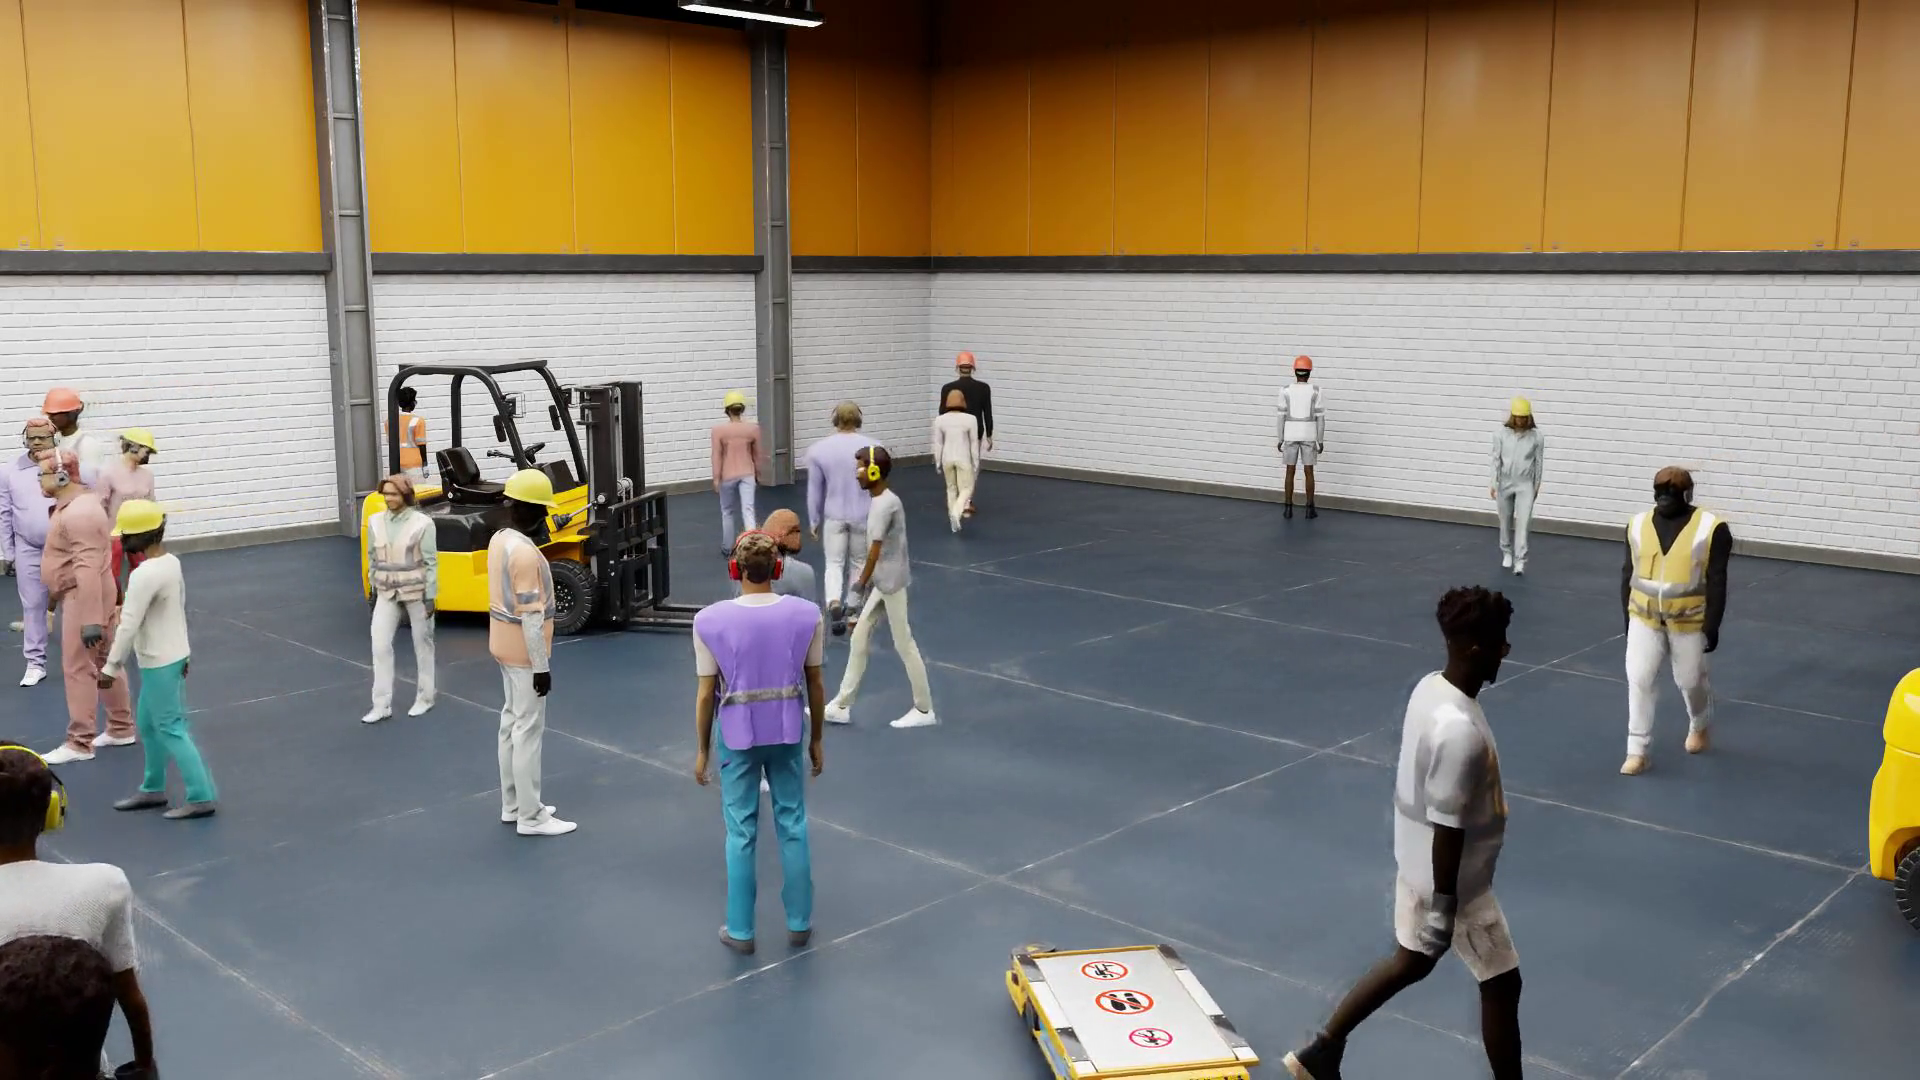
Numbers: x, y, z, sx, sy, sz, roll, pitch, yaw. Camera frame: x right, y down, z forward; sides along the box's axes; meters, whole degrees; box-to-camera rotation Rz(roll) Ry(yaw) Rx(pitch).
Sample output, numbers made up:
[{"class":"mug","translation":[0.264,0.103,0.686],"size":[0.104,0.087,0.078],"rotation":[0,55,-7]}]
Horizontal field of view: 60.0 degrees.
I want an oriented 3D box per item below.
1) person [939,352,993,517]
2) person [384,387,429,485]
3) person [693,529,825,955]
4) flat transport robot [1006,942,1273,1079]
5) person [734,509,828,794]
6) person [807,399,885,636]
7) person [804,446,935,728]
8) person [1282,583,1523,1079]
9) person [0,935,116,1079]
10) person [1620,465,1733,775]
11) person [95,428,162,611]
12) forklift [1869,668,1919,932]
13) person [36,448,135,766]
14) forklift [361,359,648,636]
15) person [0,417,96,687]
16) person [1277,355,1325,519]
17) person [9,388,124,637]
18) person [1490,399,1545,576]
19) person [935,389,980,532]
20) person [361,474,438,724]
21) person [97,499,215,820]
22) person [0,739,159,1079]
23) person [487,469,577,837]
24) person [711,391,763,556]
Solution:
[{"class":"person","translation":[0.046,-1.285,20.067],"size":[0.651,1.942,0.994],"rotation":[-1,9,-8]},{"class":"person","translation":[-5.945,-0.801,17.912],"size":[0.532,1.688,0.321],"rotation":[4,10,22]},{"class":"person","translation":[-0.855,0.879,7.153],"size":[0.586,1.838,0.374],"rotation":[-3,10,-20]},{"class":"flat transport robot","translation":[0.636,1.826,6.130],"size":[0.652,0.197,1.431],"rotation":[-2,9,-10]},{"class":"person","translation":[-0.997,0.615,9.481],"size":[0.511,1.594,0.786],"rotation":[6,11,33]},{"class":"person","translation":[-0.900,-0.161,13.282],"size":[0.633,1.919,0.738],"rotation":[0,9,-1]},{"class":"person","translation":[-0.576,0.324,10.620],"size":[0.929,1.820,0.541],"rotation":[-2,9,-10]},{"class":"person","translation":[1.617,1.085,5.619],"size":[0.969,1.923,0.601],"rotation":[1,9,4]},{"class":"person","translation":[-1.410,1.568,2.728],"size":[0.414,1.931,0.610],"rotation":[-6,11,-34]},{"class":"person","translation":[4.225,0.451,9.849],"size":[0.621,1.817,0.817],"rotation":[7,12,38]},{"class":"person","translation":[-6.492,0.007,12.860],"size":[0.338,1.720,0.683],"rotation":[4,10,25]},{"class":"forklift","translation":[5.205,0.723,7.013],"size":[2.313,2.155,1.214],"rotation":[9,13,43]},{"class":"person","translation":[-5.353,0.398,10.004],"size":[0.657,1.883,0.686],"rotation":[-5,10,-26]},{"class":"forklift","translation":[-3.850,-0.407,13.936],"size":[2.313,2.155,1.214],"rotation":[2,9,11]},{"class":"person","translation":[-6.471,0.081,11.826],"size":[0.643,1.909,0.410],"rotation":[-4,10,-22]},{"class":"person","translation":[4.039,-1.220,19.714],"size":[0.552,1.932,0.377],"rotation":[3,10,15]},{"class":"person","translation":[-7.149,-0.203,13.262],"size":[0.650,1.998,0.960],"rotation":[6,11,34]},{"class":"person","translation":[5.406,-0.522,16.173],"size":[0.487,1.694,0.919],"rotation":[3,10,19]},{"class":"person","translation":[-0.048,-0.868,18.492],"size":[0.515,1.615,0.581],"rotation":[3,10,16]},{"class":"person","translation":[-3.657,0.390,10.783],"size":[0.540,1.614,0.674],"rotation":[2,9,11]},{"class":"person","translation":[-4.292,0.650,8.833],"size":[0.578,1.741,0.546],"rotation":[-2,9,-10]},{"class":"person","translation":[-2.202,1.399,4.017],"size":[0.551,1.834,0.899],"rotation":[-7,11,-35]},{"class":"person","translation":[-2.260,0.585,8.705],"size":[0.380,1.917,0.585],"rotation":[-5,11,-30]},{"class":"person","translation":[-2.241,-0.641,16.812],"size":[0.536,1.725,0.889],"rotation":[-3,10,-19]}]
